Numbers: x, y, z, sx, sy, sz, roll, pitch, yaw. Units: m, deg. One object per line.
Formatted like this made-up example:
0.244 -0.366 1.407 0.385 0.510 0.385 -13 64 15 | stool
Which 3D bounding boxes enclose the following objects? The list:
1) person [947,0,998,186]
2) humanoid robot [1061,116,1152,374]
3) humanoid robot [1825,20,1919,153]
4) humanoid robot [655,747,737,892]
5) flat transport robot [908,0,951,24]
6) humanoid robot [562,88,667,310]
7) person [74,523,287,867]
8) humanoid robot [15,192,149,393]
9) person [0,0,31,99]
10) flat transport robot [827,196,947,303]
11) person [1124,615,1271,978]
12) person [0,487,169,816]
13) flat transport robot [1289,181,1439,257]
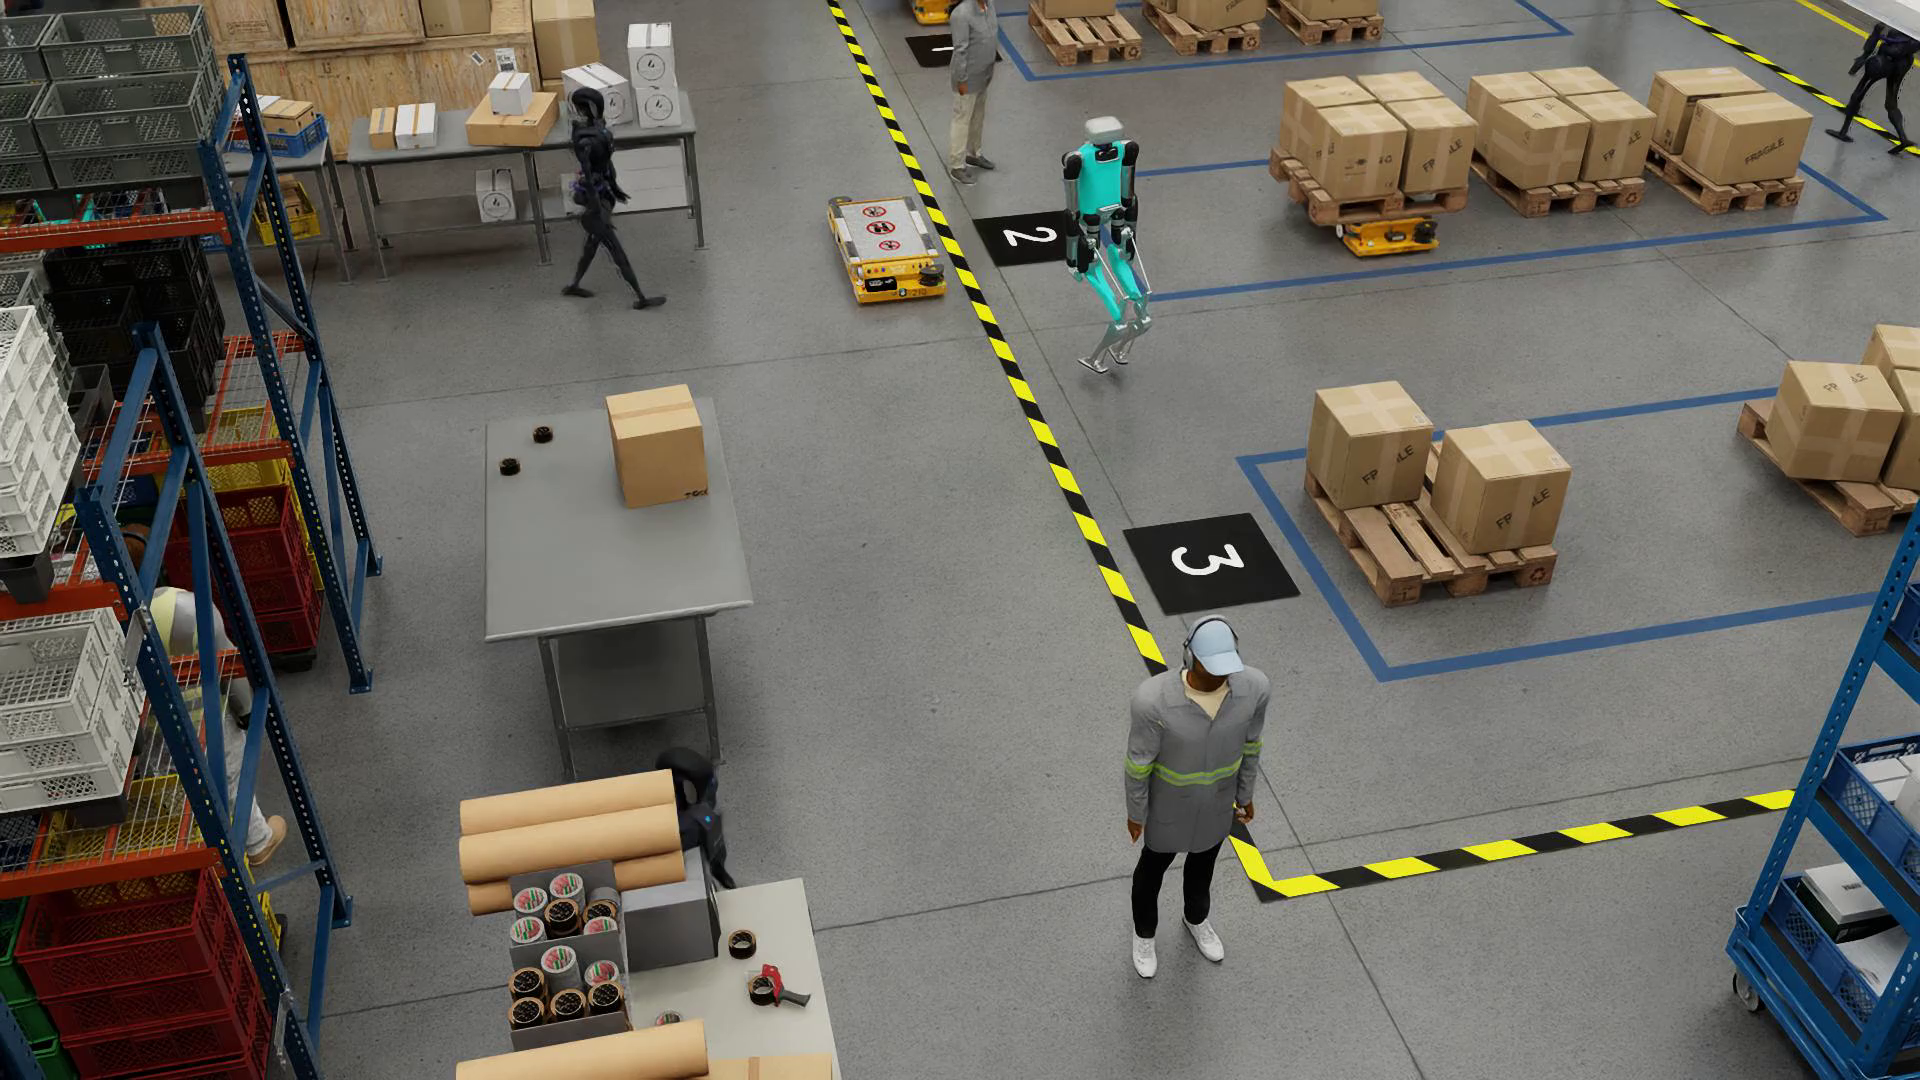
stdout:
0.103 -3.764 13.354 0.399 1.769 0.572 18 40 22 | person
1.002 -1.818 10.655 0.533 1.676 0.735 -17 40 -22 | humanoid robot
7.785 -4.034 13.825 0.598 1.641 0.722 -15 39 -19 | humanoid robot
-1.120 1.427 6.461 0.457 1.646 0.592 9 38 11 | humanoid robot
-0.230 -5.663 17.142 0.652 0.197 1.431 -8 37 -10 | flat transport robot
-2.503 -2.395 11.637 0.807 1.623 0.603 2 37 3 | humanoid robot
-3.396 0.711 7.292 0.617 1.836 0.432 -1 37 -1 | person
-5.266 -1.399 10.129 0.530 1.704 0.732 -14 39 -18 | humanoid robot
-8.416 -4.546 14.258 0.394 1.943 0.617 8 37 11 | person
-0.570 -2.220 12.538 0.659 0.231 1.431 -8 37 -10 | flat transport robot
0.951 1.054 6.811 0.589 1.852 0.366 -9 38 -12 | person
-3.936 0.521 7.544 0.601 1.828 0.404 4 37 5 | person
3.165 -2.658 13.103 0.652 0.197 1.431 -8 37 -10 | flat transport robot
